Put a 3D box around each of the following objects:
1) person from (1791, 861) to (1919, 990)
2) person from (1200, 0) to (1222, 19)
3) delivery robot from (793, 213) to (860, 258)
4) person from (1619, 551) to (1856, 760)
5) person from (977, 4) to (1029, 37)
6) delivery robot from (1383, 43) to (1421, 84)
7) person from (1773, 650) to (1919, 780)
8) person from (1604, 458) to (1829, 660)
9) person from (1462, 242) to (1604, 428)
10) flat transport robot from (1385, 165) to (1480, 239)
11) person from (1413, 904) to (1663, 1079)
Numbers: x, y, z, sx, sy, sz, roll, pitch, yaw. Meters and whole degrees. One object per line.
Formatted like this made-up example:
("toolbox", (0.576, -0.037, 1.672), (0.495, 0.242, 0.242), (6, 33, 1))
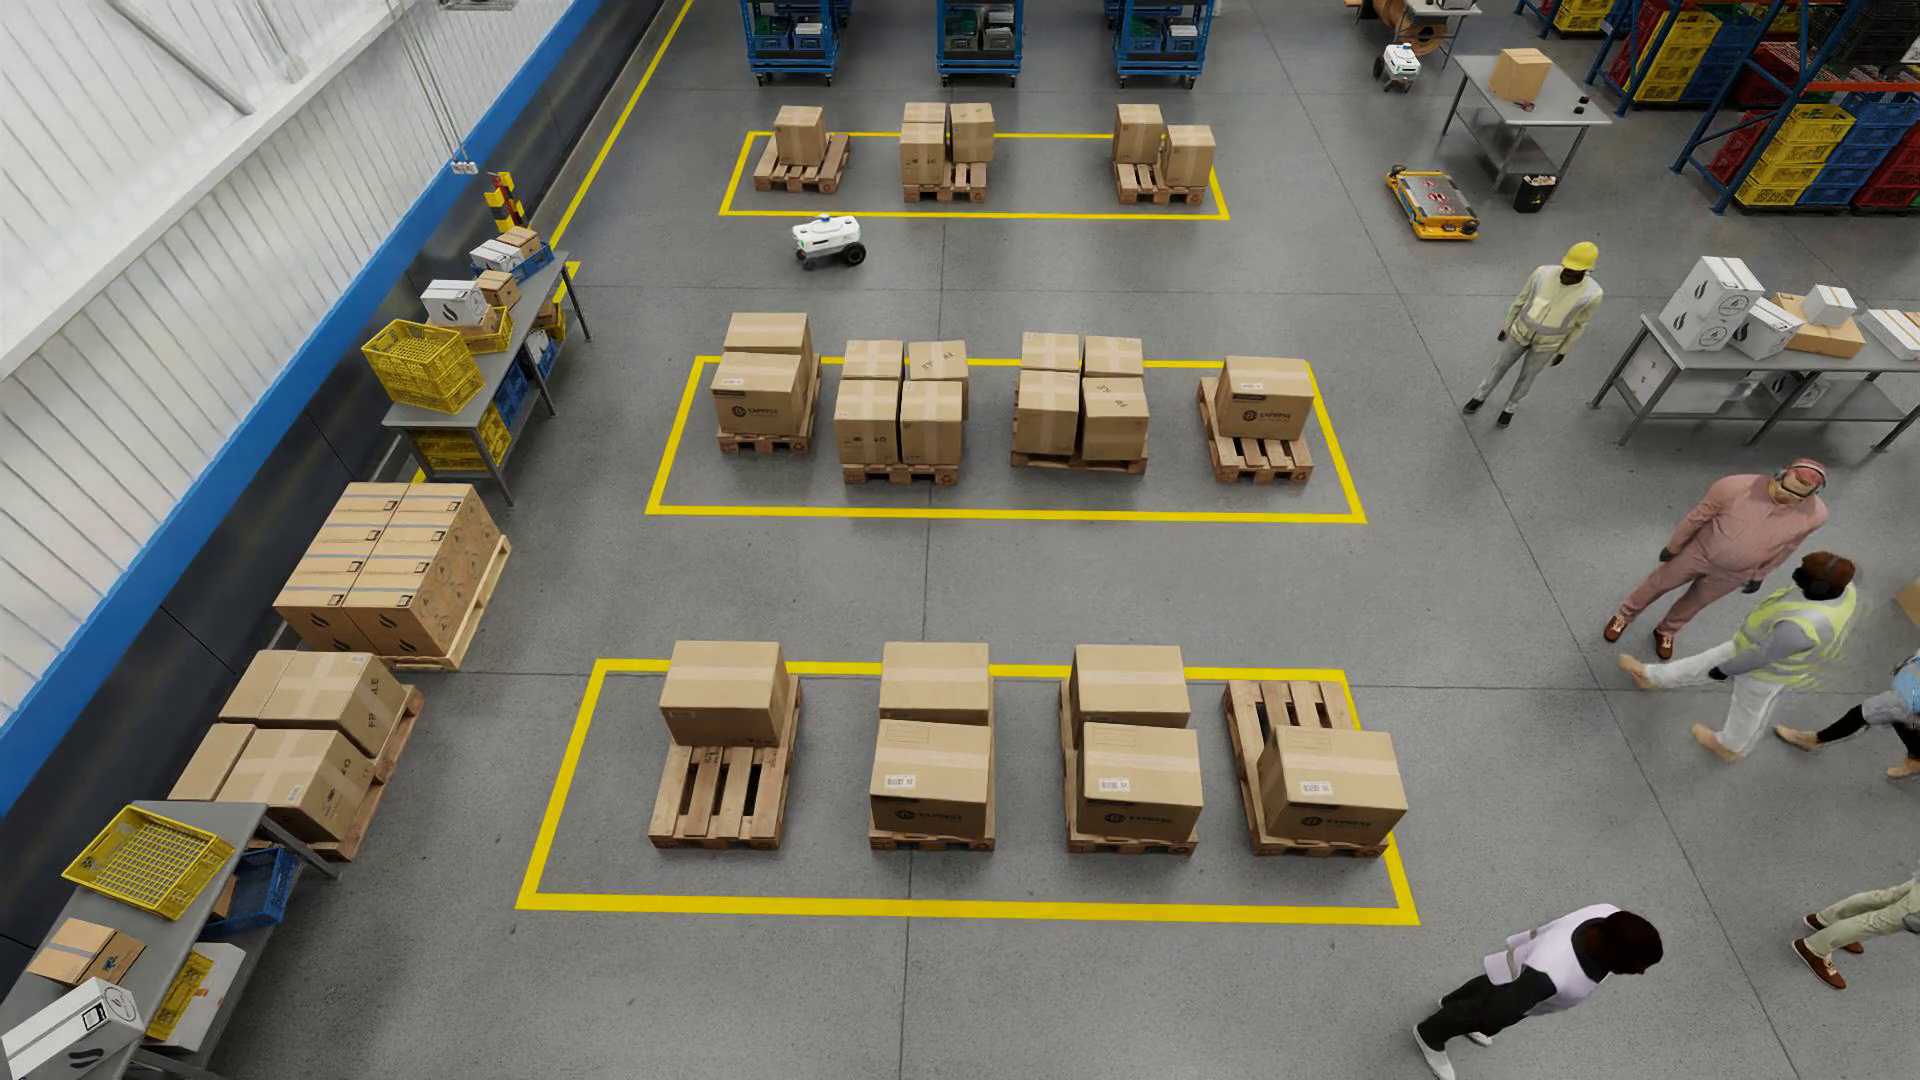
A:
("person", (5.227, 1.865, 4.851), (0.530, 1.871, 0.323), (-31, 56, -24))
("person", (4.138, -9.188, 14.579), (0.547, 1.622, 0.399), (-28, 55, -22))
("delivery robot", (-1.483, -3.397, 10.205), (0.707, 0.478, 0.477), (-18, 51, -14))
("person", (5.081, 0.694, 5.922), (0.644, 1.783, 0.958), (-35, 58, -27))
("person", (0.600, -8.551, 13.830), (0.997, 1.927, 0.631), (-13, 50, -11))
("delivery robot", (6.386, -6.916, 13.255), (0.477, 0.478, 0.707), (2, 49, 1))
("person", (6.124, 0.982, 5.746), (0.764, 1.667, 0.540), (32, 56, 25))
("person", (5.229, 0.145, 6.322), (0.642, 1.899, 0.399), (22, 53, 18))
("person", (5.055, -1.786, 8.034), (0.591, 1.834, 0.404), (35, 57, 26))
("flat transport robot", (5.692, -4.094, 11.059), (0.652, 0.197, 1.431), (1, 49, 1))
("person", (2.787, 2.196, 4.534), (0.597, 1.915, 0.371), (-26, 54, -21))
